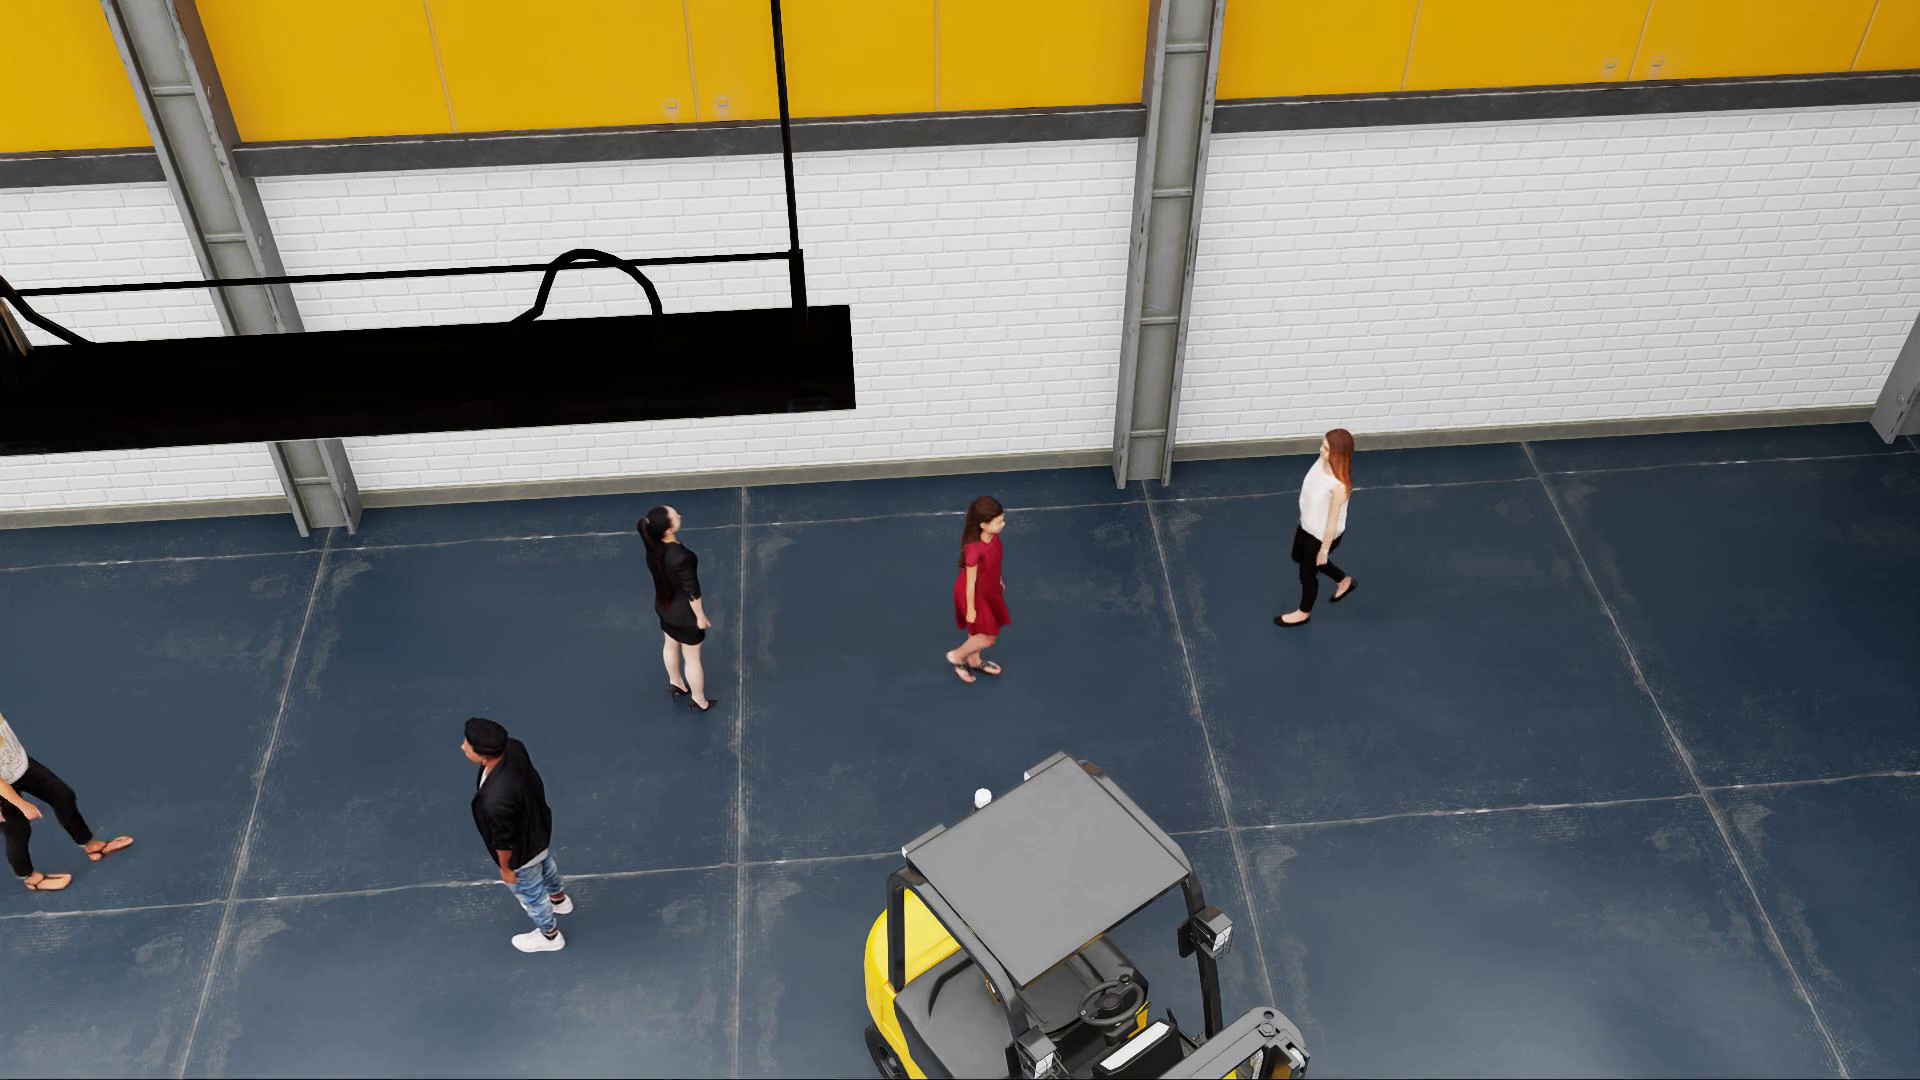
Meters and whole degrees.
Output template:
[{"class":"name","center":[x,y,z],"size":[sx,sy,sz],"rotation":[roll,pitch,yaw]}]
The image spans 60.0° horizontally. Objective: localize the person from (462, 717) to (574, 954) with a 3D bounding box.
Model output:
[{"class":"person","center":[-2.396,1.602,9.075],"size":[0.577,1.805,0.678],"rotation":[-3,44,-3]}]

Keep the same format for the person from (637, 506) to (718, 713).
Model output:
[{"class":"person","center":[-1.760,0.431,10.382],"size":[0.724,1.696,0.679],"rotation":[-35,53,-31]}]

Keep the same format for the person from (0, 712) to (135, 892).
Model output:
[{"class":"person","center":[-5.425,1.393,9.291],"size":[0.906,1.808,0.742],"rotation":[-13,45,-14]}]

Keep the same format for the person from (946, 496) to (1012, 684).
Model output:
[{"class":"person","center":[0.053,0.295,10.637],"size":[0.763,1.543,0.686],"rotation":[14,45,15]}]

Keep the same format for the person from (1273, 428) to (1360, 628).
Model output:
[{"class":"person","center":[2.441,-0.080,10.909],"size":[0.791,1.709,0.596],"rotation":[-2,44,-3]}]
